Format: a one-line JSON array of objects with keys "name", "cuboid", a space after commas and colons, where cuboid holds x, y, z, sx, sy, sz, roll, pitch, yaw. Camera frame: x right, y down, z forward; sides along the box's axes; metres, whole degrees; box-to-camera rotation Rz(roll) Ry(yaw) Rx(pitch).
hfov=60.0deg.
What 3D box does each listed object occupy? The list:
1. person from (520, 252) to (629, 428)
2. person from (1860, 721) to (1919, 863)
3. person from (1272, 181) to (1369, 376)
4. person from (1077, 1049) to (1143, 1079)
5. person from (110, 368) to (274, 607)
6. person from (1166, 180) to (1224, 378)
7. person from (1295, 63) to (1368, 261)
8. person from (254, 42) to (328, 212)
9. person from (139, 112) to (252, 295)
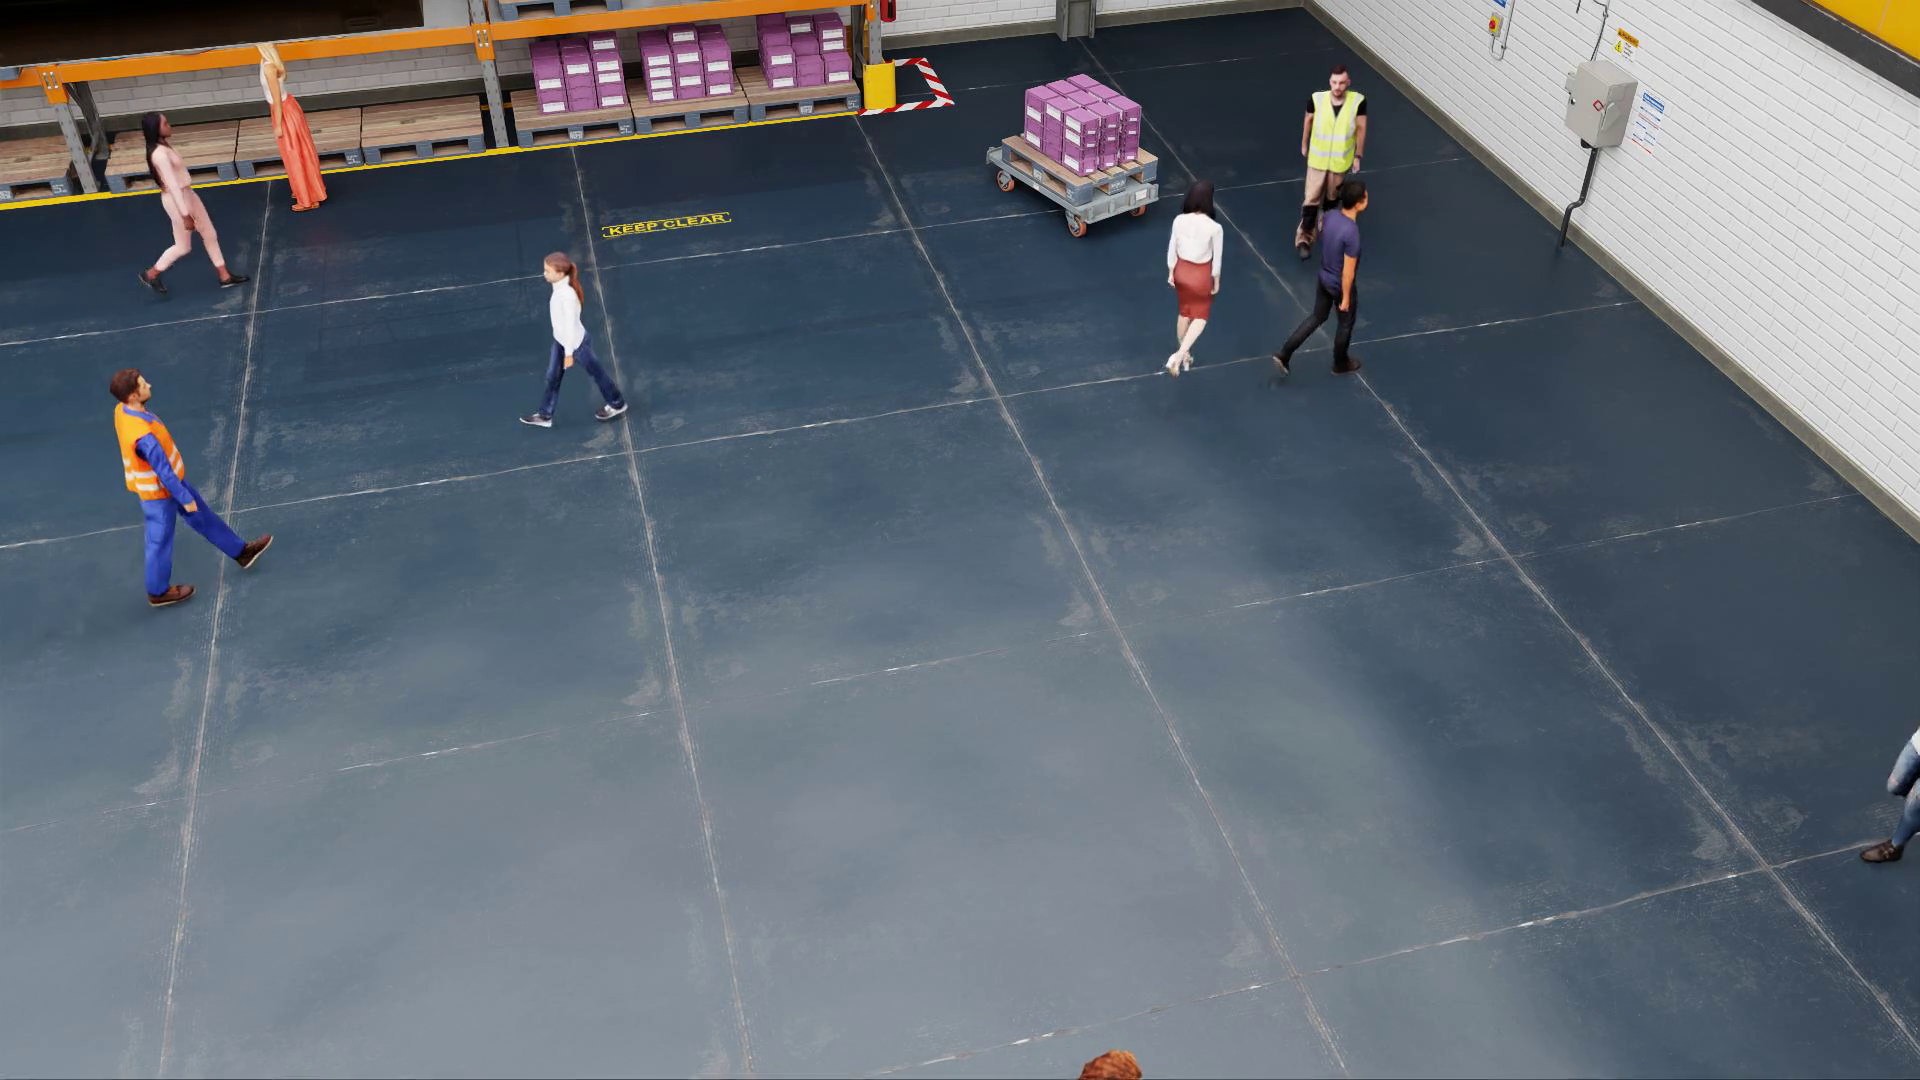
[{"name": "person", "cuboid": [-2.922, -1.544, 12.916, 1.123, 1.511, 0.719, -19, 42, -22]}, {"name": "person", "cuboid": [5.582, 1.206, 9.373, 0.768, 1.636, 0.618, -9, 39, -11]}, {"name": "person", "cuboid": [2.937, -2.055, 13.349, 1.091, 1.769, 0.764, -16, 41, -19]}, {"name": "person", "cuboid": [0.618, 2.822, 7.288, 0.765, 1.711, 0.746, 11, 40, 13]}, {"name": "person", "cuboid": [-5.424, -0.302, 11.108, 1.233, 1.826, 0.953, -22, 44, -25]}, {"name": "person", "cuboid": [1.845, -2.018, 13.333, 0.891, 1.732, 0.955, 20, 43, 23]}, {"name": "person", "cuboid": [3.377, -3.501, 15.129, 1.114, 1.808, 1.021, 4, 39, 5]}, {"name": "person", "cuboid": [-6.385, -4.005, 15.763, 0.561, 1.803, 0.614, -10, 40, -13]}, {"name": "person", "cuboid": [-6.842, -2.872, 14.432, 1.129, 1.695, 0.696, -13, 40, -16]}]
